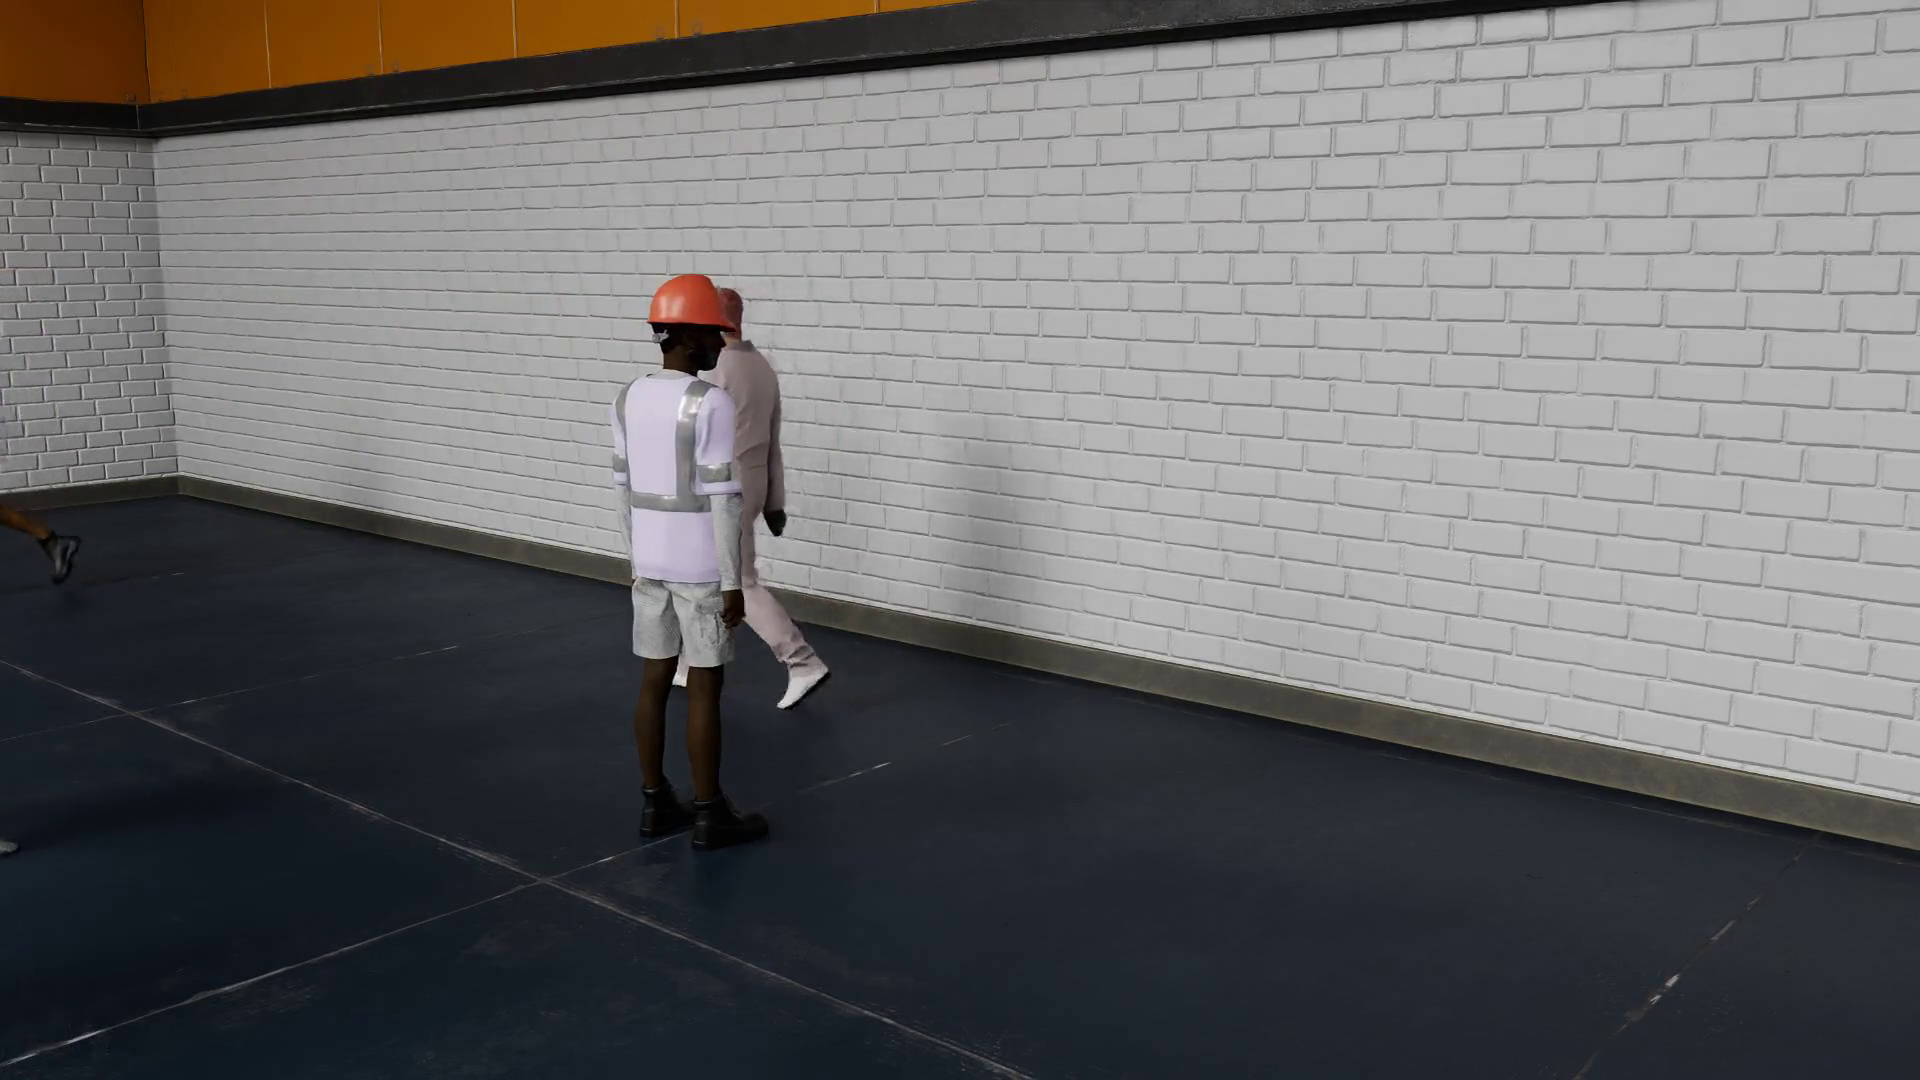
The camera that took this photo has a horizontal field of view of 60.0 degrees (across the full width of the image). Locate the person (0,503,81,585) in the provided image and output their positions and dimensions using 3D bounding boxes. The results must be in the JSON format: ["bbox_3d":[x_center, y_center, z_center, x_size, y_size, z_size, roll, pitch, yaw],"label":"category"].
[{"bbox_3d":[-5.646,-0.589,9.563,0.864,1.906,0.554,-5,11,-27],"label":"person"}]

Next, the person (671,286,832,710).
[{"bbox_3d":[-0.992,-0.191,7.377,0.962,1.864,0.640,3,10,17],"label":"person"}]

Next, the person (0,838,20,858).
[{"bbox_3d":[-3.507,0.200,5.468,0.655,1.745,0.545,-1,10,-4],"label":"person"}]

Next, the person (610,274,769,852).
[{"bbox_3d":[-0.922,0.079,5.636,0.547,1.934,0.376,8,12,37],"label":"person"}]
